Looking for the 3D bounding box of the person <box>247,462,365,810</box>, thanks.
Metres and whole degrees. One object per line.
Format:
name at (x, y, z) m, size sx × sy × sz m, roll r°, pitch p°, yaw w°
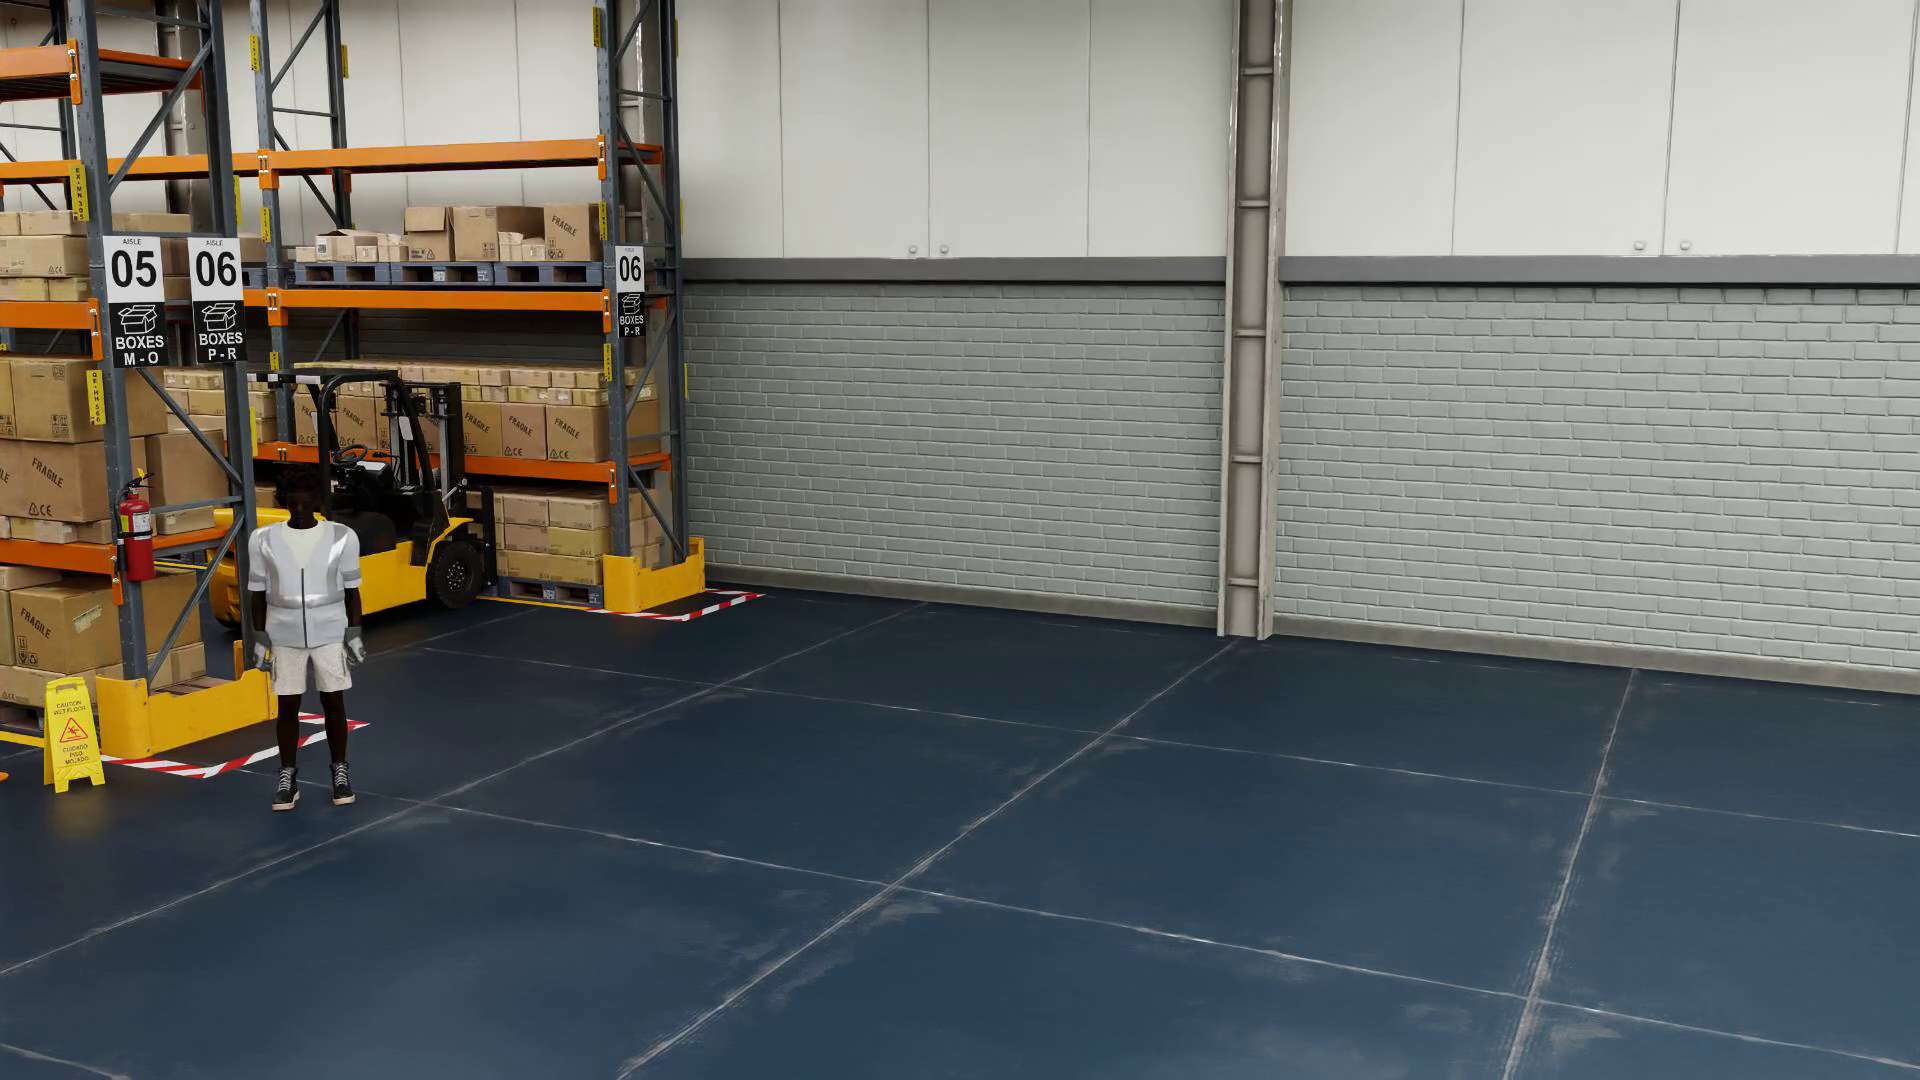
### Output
person at (-3.676, 0.536, 9.377) m, size 0.603 × 1.963 × 0.368 m, roll -3°, pitch 10°, yaw -18°
